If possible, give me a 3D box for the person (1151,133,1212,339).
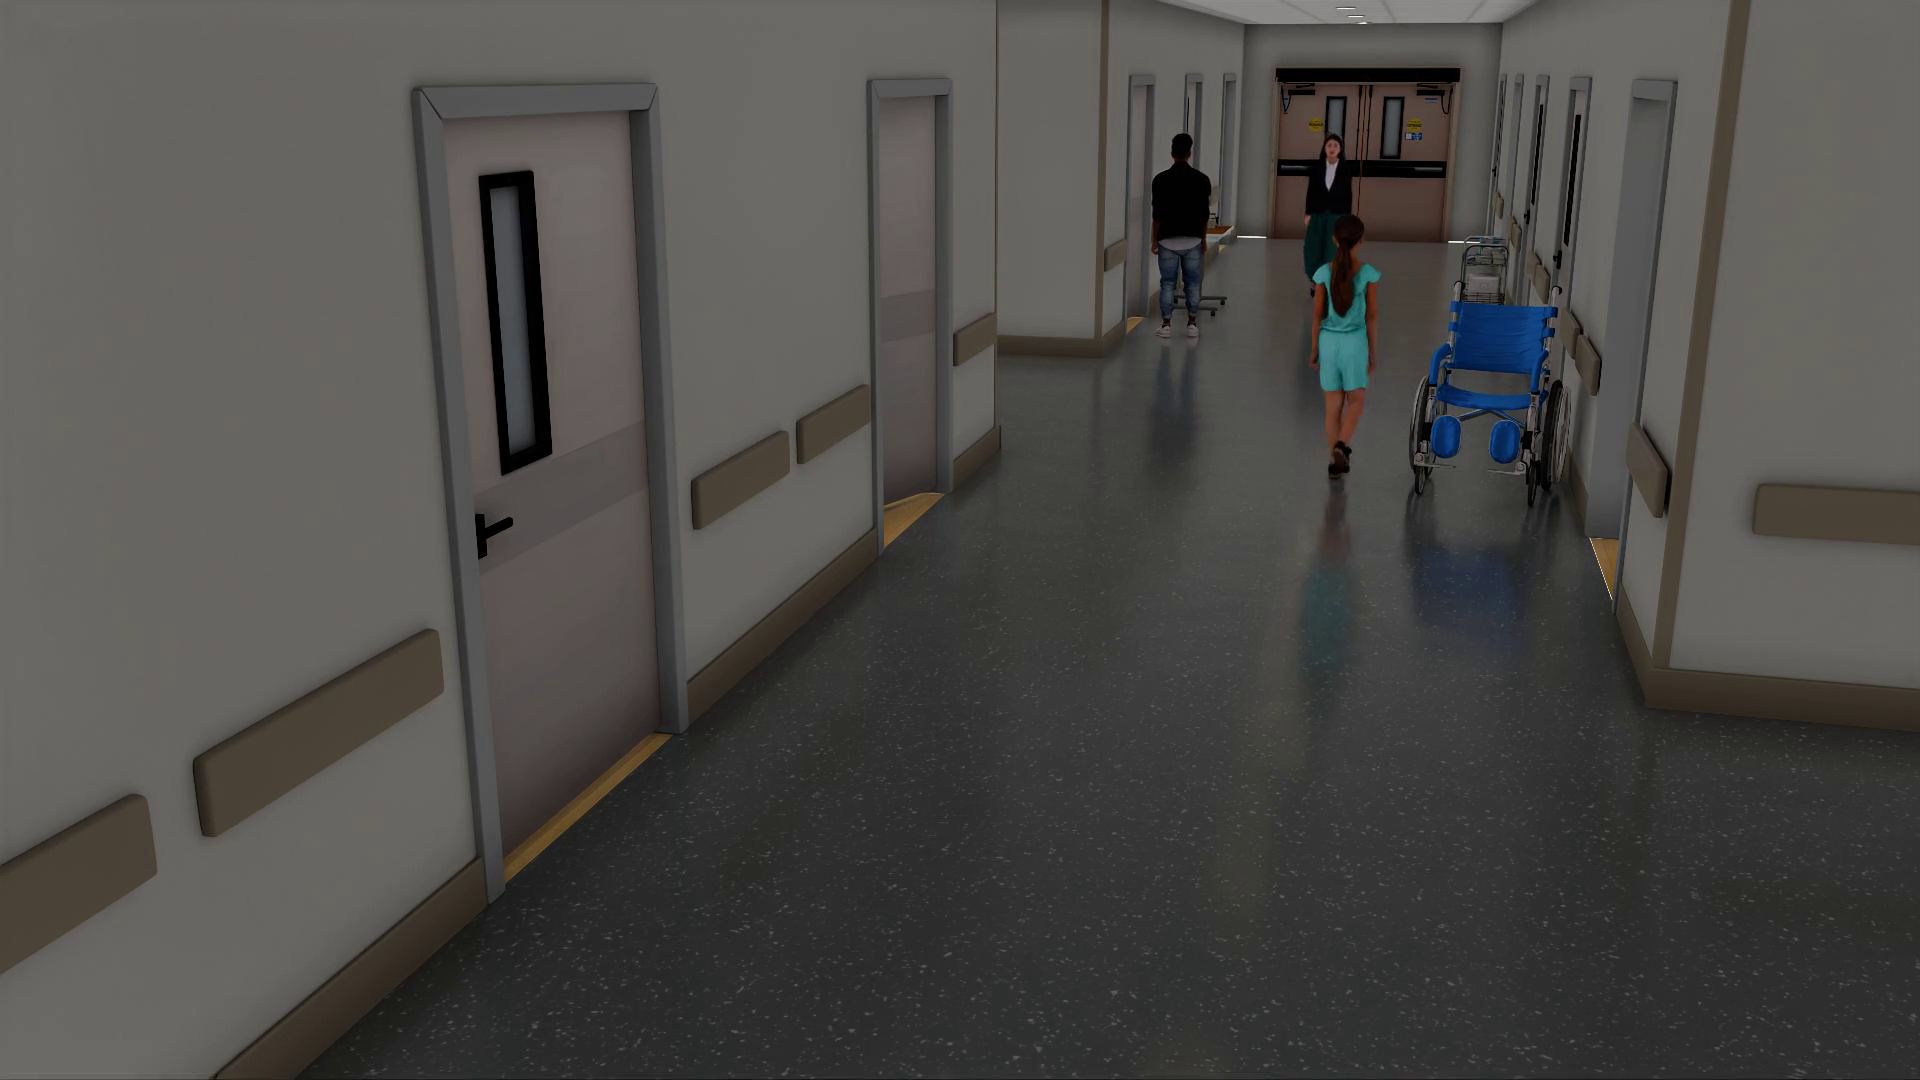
[{"bbox_3d":[1.990,-2.751,15.043,0.749,1.815,0.688,0,16,0],"label":"person"}]

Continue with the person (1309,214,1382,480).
[{"bbox_3d":[2.226,-1.102,9.682,0.582,1.549,0.714,6,17,19],"label":"person"}]

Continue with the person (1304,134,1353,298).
[{"bbox_3d":[3.728,-3.230,16.901,0.613,1.728,0.754,4,16,14],"label":"person"}]
